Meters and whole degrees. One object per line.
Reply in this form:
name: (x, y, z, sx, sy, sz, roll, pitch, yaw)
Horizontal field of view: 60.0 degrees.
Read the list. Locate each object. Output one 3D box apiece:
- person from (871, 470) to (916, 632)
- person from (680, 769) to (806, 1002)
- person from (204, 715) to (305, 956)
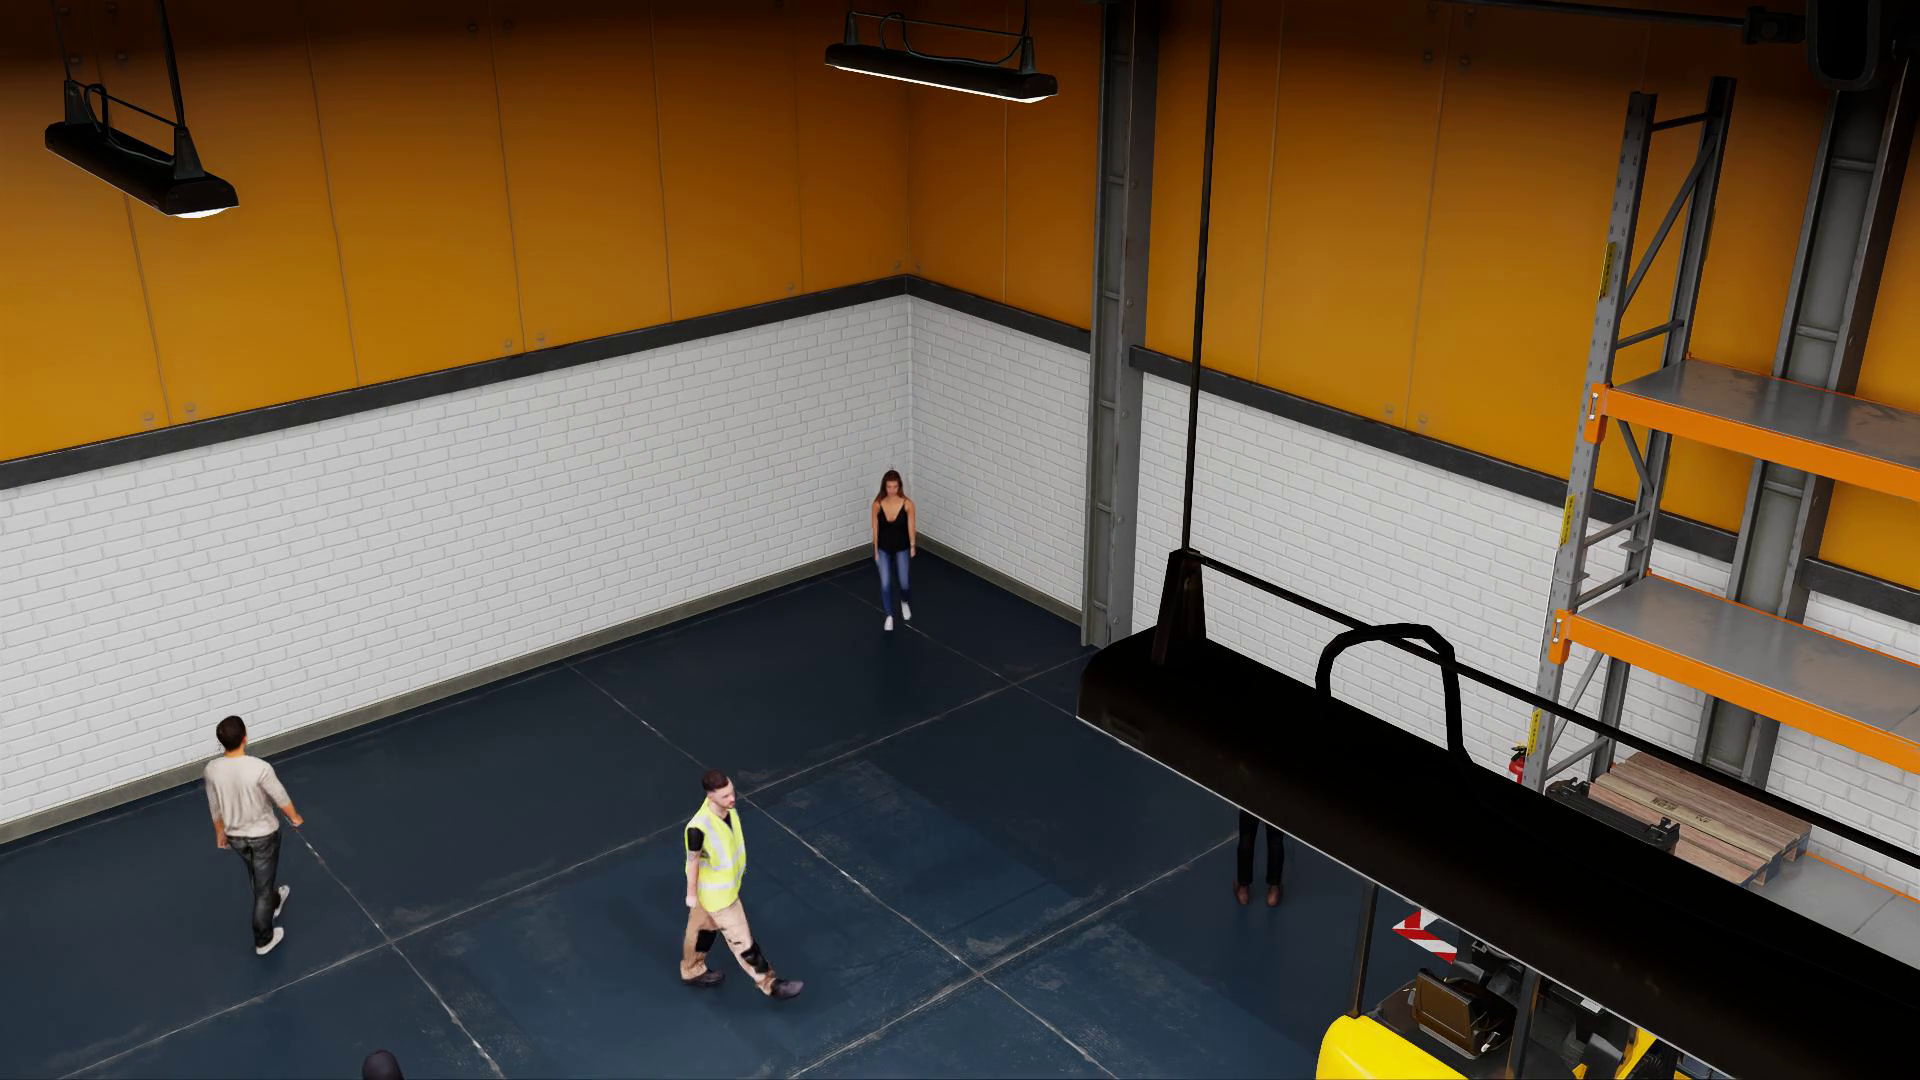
person: (-0.668, 0.054, 16.297, 0.764, 1.696, 0.828, 1, 24, 1)
person: (-1.687, 2.296, 11.068, 1.295, 1.777, 1.165, 5, 24, 11)
person: (-4.936, 2.080, 11.543, 0.982, 1.792, 1.038, 2, 24, 5)
